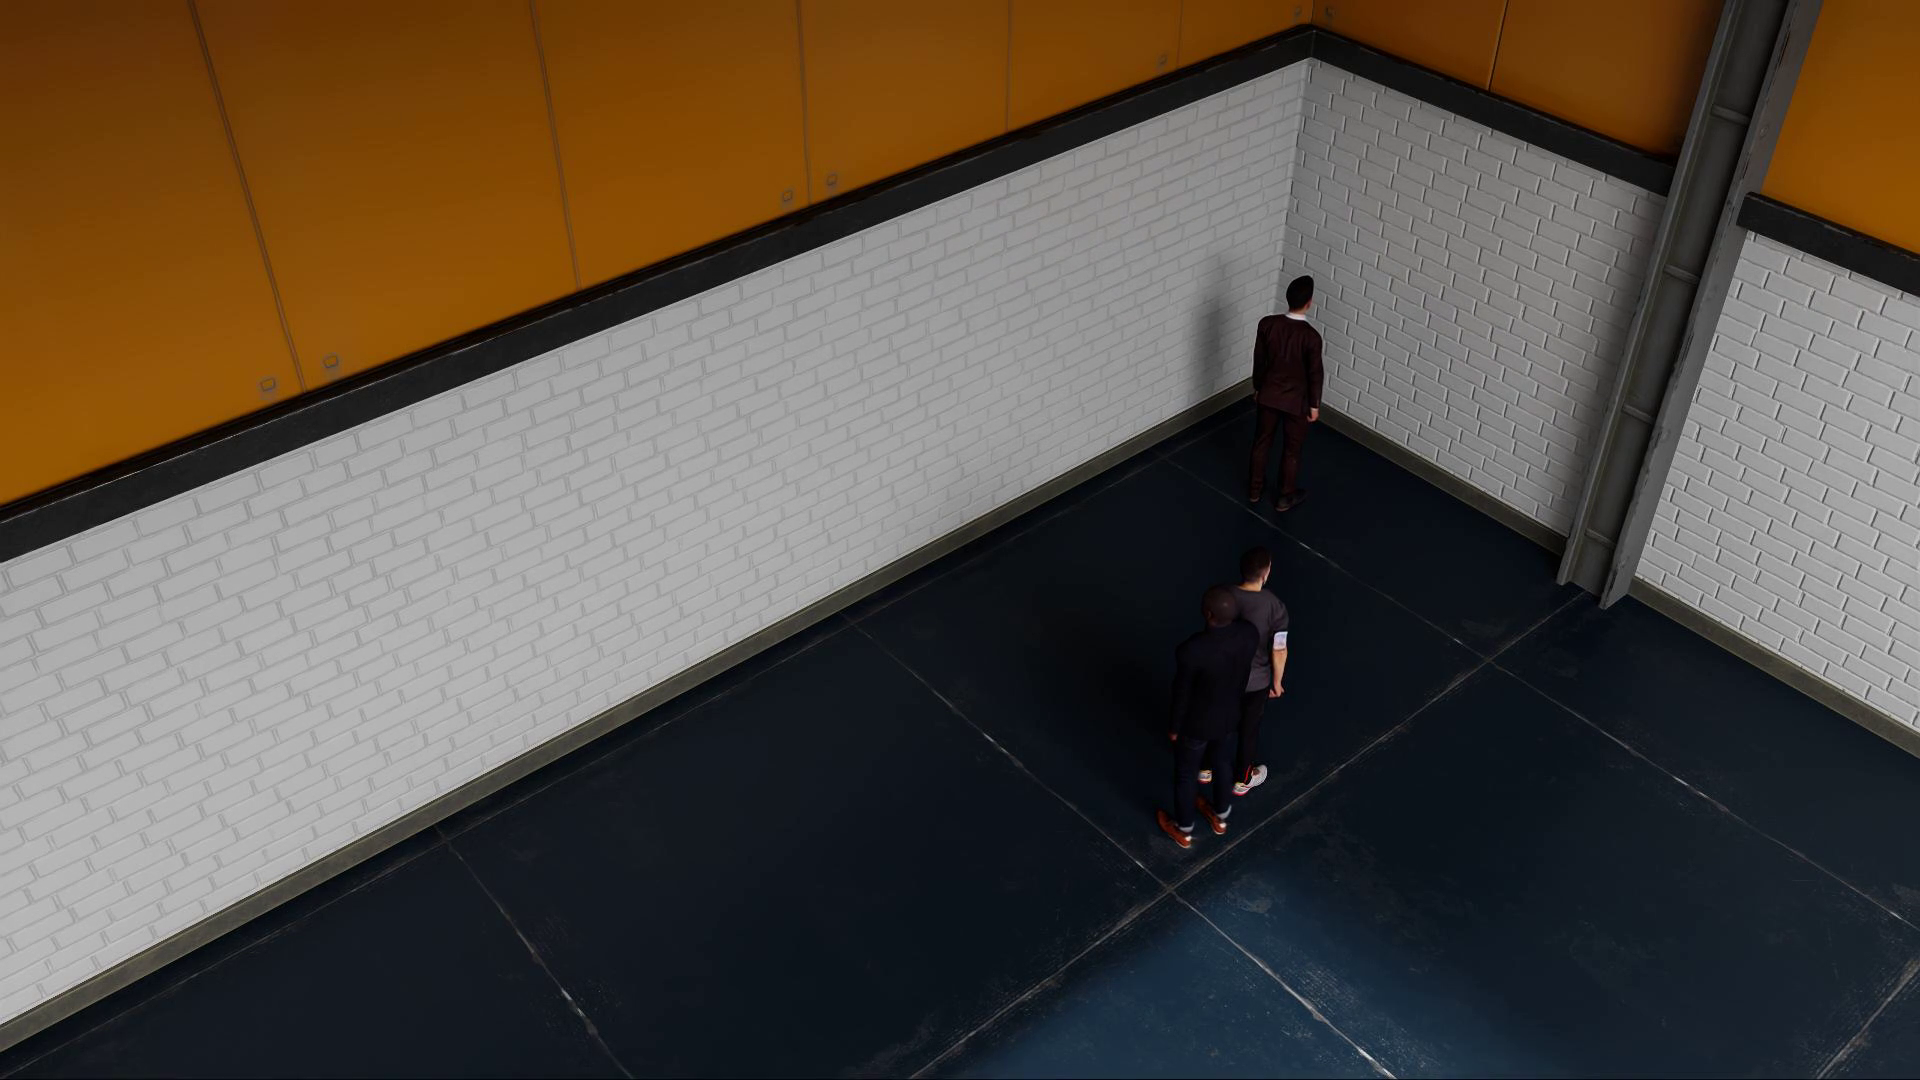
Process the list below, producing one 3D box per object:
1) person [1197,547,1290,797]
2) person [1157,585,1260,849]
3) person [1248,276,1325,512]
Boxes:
[{"bbox_3d":[1.617,0.760,9.636,0.590,1.763,0.766,20,43,24],"label":"person"},{"bbox_3d":[1.385,0.994,9.298,0.710,1.818,0.646,-21,43,-25],"label":"person"},{"bbox_3d":[2.309,-1.027,11.791,0.645,1.866,0.805,23,44,26],"label":"person"}]
